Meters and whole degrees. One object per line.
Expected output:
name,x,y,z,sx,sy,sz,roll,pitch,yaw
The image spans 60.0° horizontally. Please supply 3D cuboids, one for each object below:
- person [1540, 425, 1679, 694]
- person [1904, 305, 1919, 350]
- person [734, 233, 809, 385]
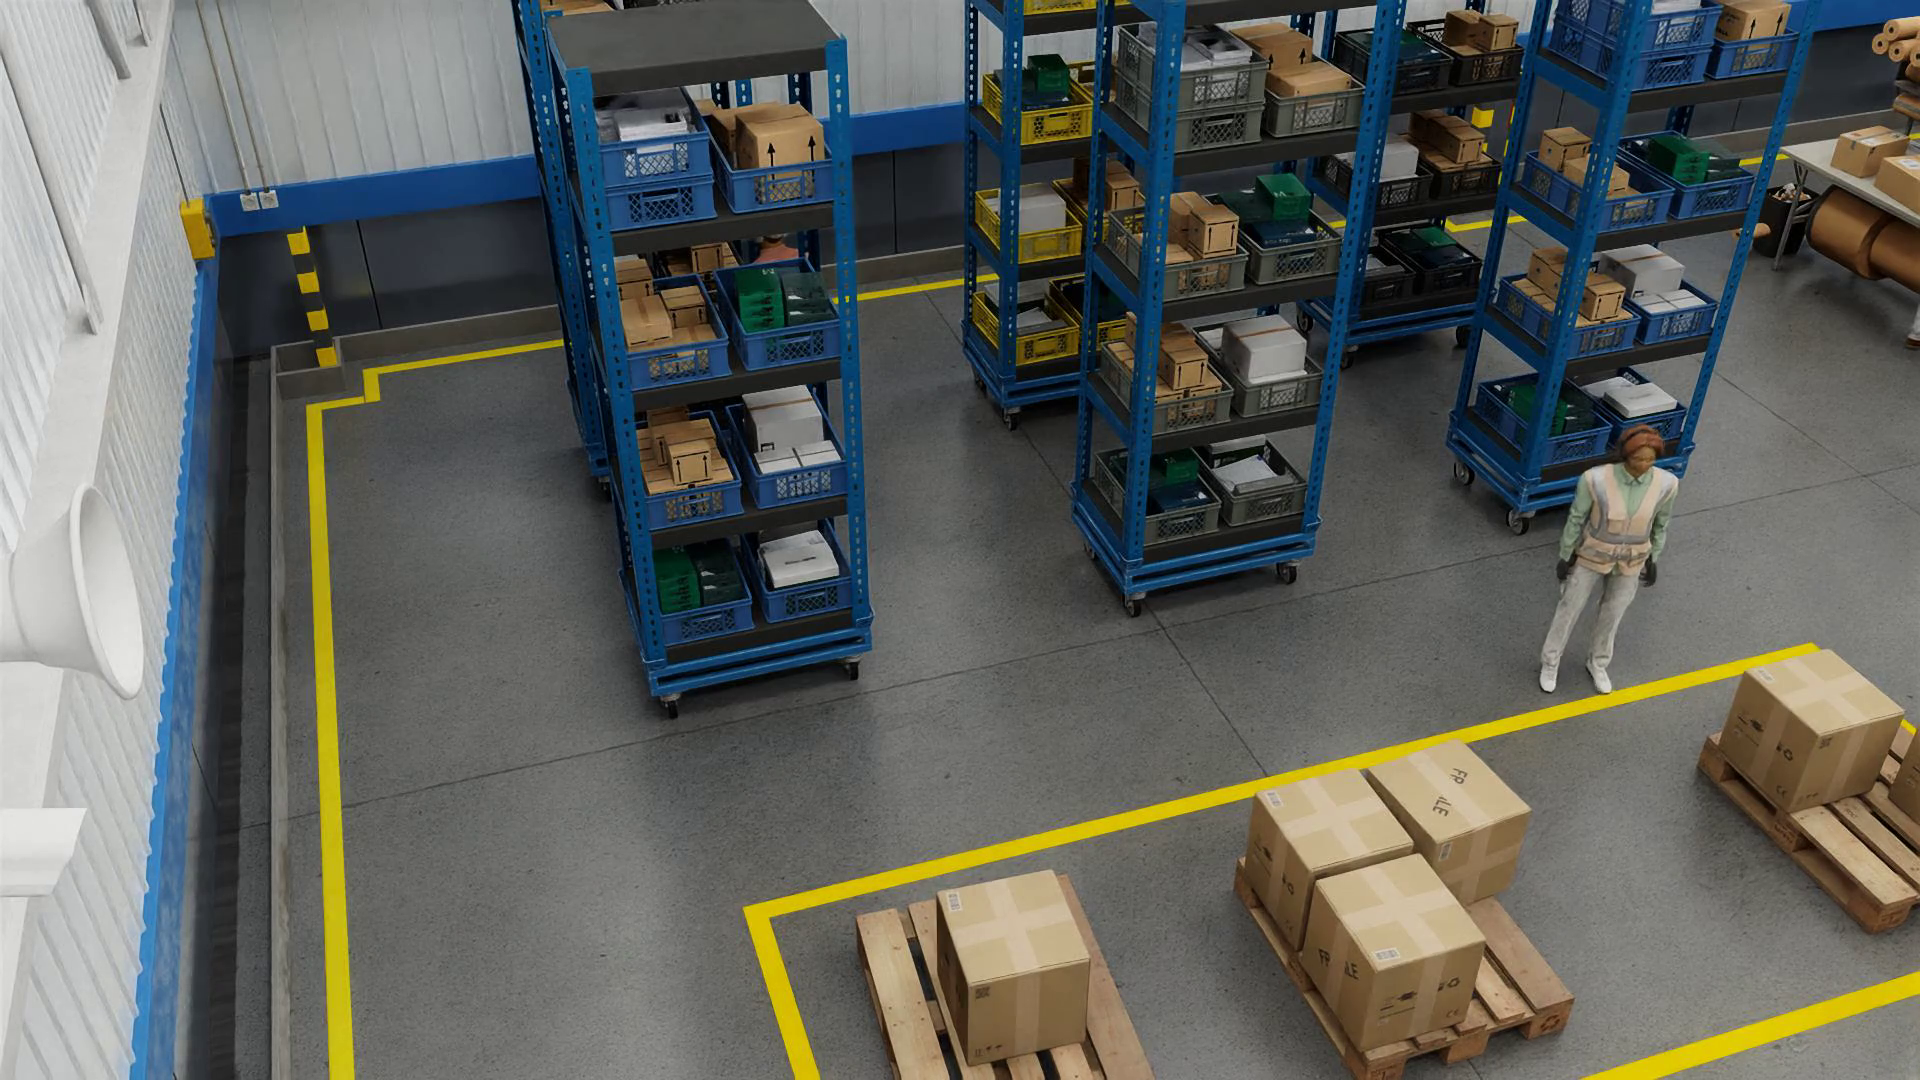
person,3.389,0.113,8.696,0.539,1.636,0.313,2,35,3
person,7.121,-2.113,11.603,0.370,1.930,0.628,1,35,1
person,-1.119,-1.173,10.228,0.625,1.980,0.411,-28,44,-33
